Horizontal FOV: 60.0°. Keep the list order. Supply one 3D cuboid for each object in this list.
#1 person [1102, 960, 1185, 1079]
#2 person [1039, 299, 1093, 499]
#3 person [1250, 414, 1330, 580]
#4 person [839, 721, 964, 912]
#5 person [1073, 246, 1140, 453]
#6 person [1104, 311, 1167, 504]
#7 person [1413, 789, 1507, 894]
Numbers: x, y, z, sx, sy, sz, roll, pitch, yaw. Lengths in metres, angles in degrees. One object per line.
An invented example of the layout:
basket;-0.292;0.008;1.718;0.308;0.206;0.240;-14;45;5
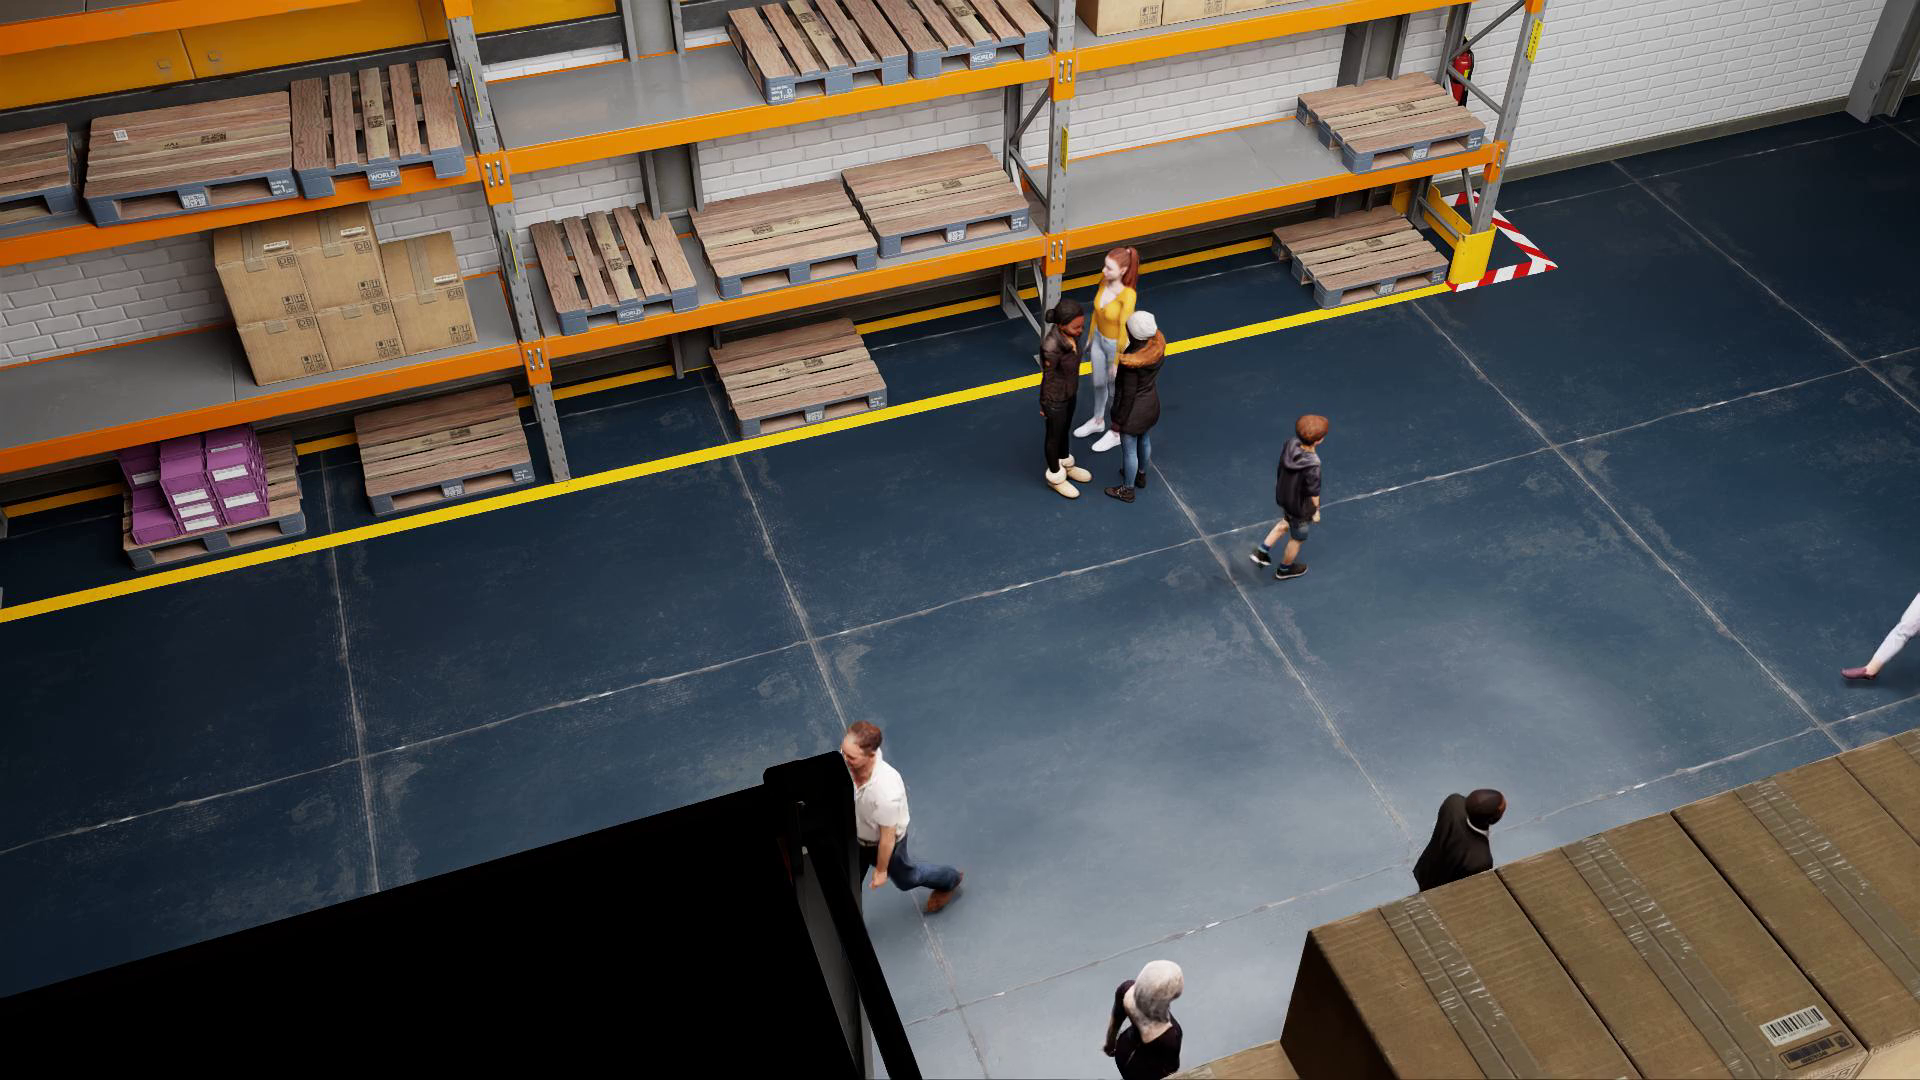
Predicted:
person;0.809;2.621;8.084;0.665;1.818;0.660;-26;49;-24
person;0.712;-1.055;12.057;0.710;1.661;0.770;-8;44;-8
person;2.257;-0.261;11.386;0.634;1.437;0.536;-16;46;-16
person;-0.366;1.600;9.154;1.312;1.821;0.950;-29;51;-27
person;1.152;-1.432;12.387;0.640;1.752;0.627;-22;48;-21
person;1.274;-0.969;11.984;0.805;1.637;0.723;26;50;25
person;2.526;1.891;8.877;1.071;1.782;0.758;-8;44;-8
